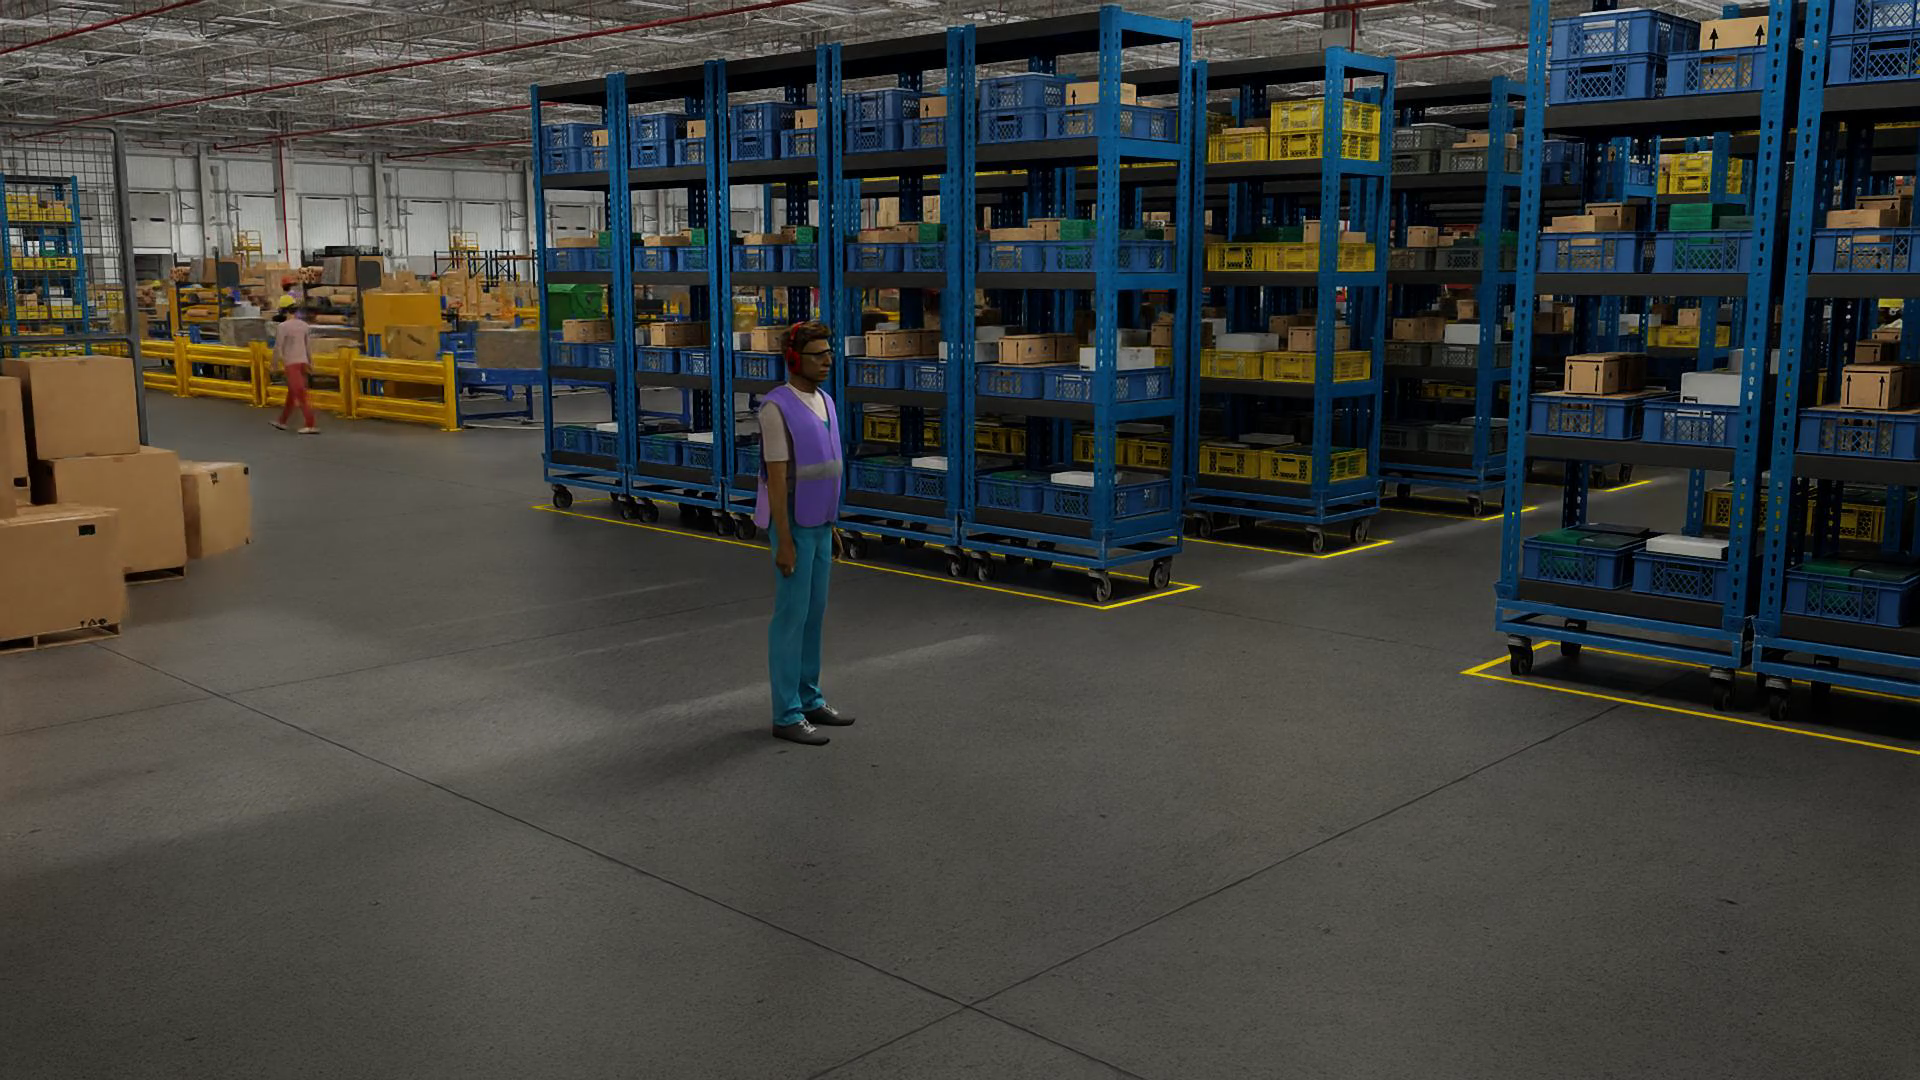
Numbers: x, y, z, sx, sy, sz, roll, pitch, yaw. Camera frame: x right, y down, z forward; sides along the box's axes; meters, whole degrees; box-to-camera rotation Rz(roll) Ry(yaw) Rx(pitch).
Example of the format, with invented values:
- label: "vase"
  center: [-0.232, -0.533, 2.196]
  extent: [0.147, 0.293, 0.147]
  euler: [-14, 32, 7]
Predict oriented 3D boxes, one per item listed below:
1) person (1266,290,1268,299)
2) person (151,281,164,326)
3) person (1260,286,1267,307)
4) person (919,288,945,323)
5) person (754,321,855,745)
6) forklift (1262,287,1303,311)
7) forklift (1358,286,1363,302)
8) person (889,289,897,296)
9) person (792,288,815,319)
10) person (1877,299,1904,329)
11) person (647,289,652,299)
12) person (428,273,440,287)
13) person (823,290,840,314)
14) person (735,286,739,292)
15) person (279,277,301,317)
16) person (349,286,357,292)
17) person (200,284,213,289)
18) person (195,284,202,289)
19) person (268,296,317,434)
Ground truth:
- label: "person"
  center: [11.287, -8.812, 61.724]
  extent: [0.877, 1.646, 0.541]
  euler: [8, 12, 39]
- label: "person"
  center: [-23.485, -6.696, 48.551]
  extent: [0.800, 1.708, 0.506]
  euler: [-6, 11, -31]
- label: "person"
  center: [10.893, -8.856, 60.794]
  extent: [0.608, 2.048, 0.365]
  euler: [2, 9, 12]
- label: "person"
  center: [-0.268, -1.578, 16.378]
  extent: [0.440, 1.974, 0.643]
  euler: [8, 12, 40]
- label: "person"
  center: [-0.700, -0.039, 7.348]
  extent: [0.388, 1.846, 0.565]
  euler: [3, 10, 17]
- label: "forklift"
  center: [10.769, -8.203, 54.240]
  extent: [1.129, 2.768, 1.873]
  euler: [8, 12, 42]
- label: "forklift"
  center: [11.100, -7.017, 46.970]
  extent: [1.873, 2.768, 1.129]
  euler: [9, 13, 43]
- label: "person"
  center: [-2.324, -8.309, 58.298]
  extent: [0.310, 1.768, 0.533]
  euler: [3, 10, 18]
- label: "person"
  center: [-3.706, -5.263, 39.351]
  extent: [0.643, 1.857, 0.988]
  euler: [2, 9, 12]
- label: "person"
  center: [9.857, -1.722, 17.706]
  extent: [0.404, 1.834, 0.592]
  euler: [2, 9, 12]
- label: "person"
  center: [-17.041, -13.916, 92.502]
  extent: [0.641, 1.821, 0.650]
  euler: [8, 12, 41]
- label: "person"
  center: [-21.707, -10.065, 68.701]
  extent: [0.564, 1.885, 0.988]
  euler: [-4, 10, -22]
- label: "person"
  center: [-3.355, -6.097, 44.601]
  extent: [0.608, 1.805, 0.724]
  euler: [-7, 12, -37]
- label: "person"
  center: [-9.527, -10.122, 69.868]
  extent: [0.548, 1.618, 0.670]
  euler: [2, 9, 11]
- label: "person"
  center: [-15.602, -5.156, 38.619]
  extent: [0.989, 1.875, 0.561]
  euler: [-7, 12, -38]
- label: "person"
  center: [-31.903, -13.093, 87.145]
  extent: [0.593, 1.922, 0.377]
  euler: [0, 9, 1]
- label: "person"
  center: [-16.878, -5.053, 37.692]
  extent: [1.034, 1.993, 0.609]
  euler: [-9, 13, -44]
- label: "person"
  center: [-25.033, -7.886, 55.164]
  extent: [1.008, 1.937, 0.642]
  euler: [1, 9, 7]
- label: "person"
  center: [-8.468, -2.198, 20.922]
  extent: [0.869, 1.721, 0.551]
  euler: [3, 10, 17]
